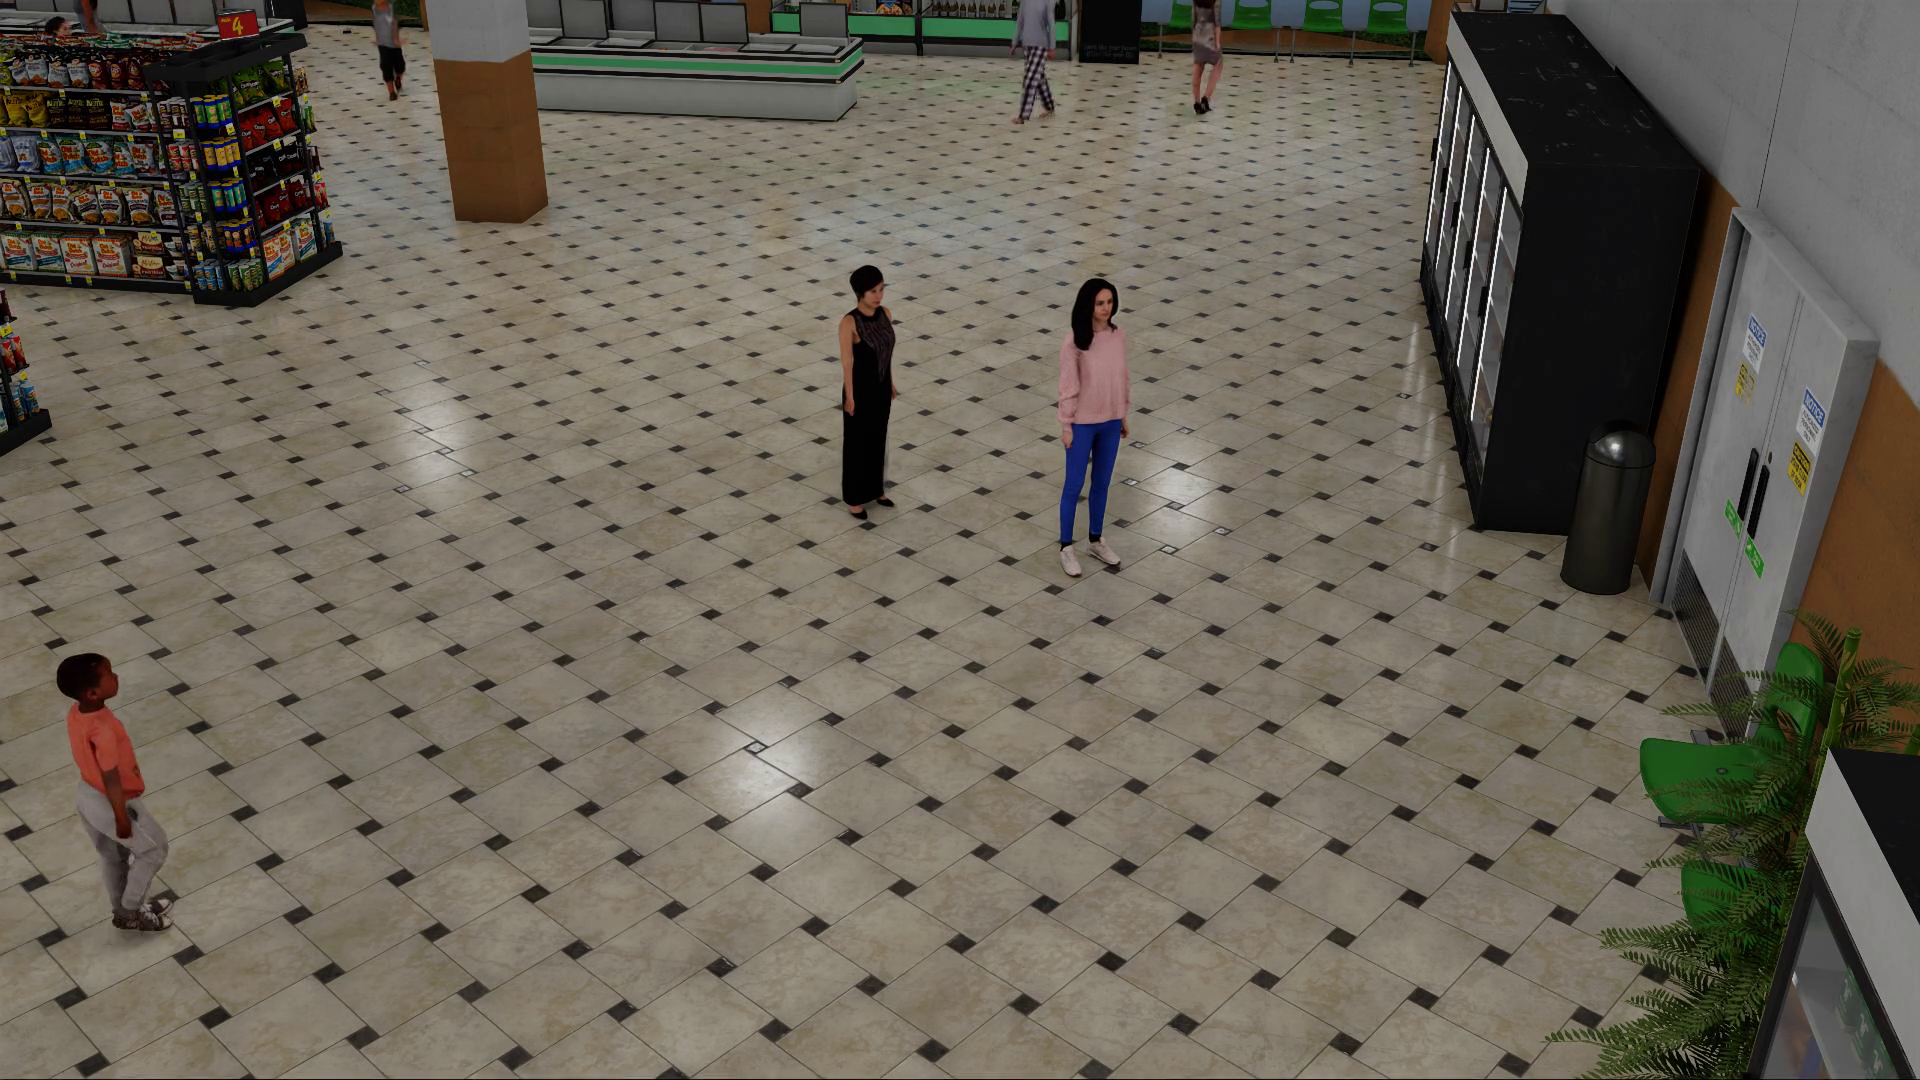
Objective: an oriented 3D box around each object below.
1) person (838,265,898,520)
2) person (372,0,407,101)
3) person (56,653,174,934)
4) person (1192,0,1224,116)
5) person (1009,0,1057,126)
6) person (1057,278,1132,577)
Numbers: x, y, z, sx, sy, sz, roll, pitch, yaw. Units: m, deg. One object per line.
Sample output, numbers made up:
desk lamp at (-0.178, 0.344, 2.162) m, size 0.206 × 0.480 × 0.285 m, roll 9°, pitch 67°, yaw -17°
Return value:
person at (-0.574, -0.926, 10.291) m, size 0.681 × 1.603 × 0.668 m, roll 21°, pitch 34°, yaw 35°
person at (-7.327, -6.430, 21.320) m, size 0.947 × 1.443 × 0.874 m, roll -7°, pitch 28°, yaw -13°
person at (-3.489, 1.065, 6.701) m, size 0.568 × 1.299 × 0.644 m, roll 23°, pitch 35°, yaw 38°
person at (2.936, -6.012, 20.177) m, size 0.695 × 1.732 × 0.790 m, roll 22°, pitch 34°, yaw 37°
person at (0.950, -5.897, 19.878) m, size 1.188 × 1.797 × 1.112 m, roll 23°, pitch 35°, yaw 37°
person at (0.759, -0.665, 9.592) m, size 0.698 × 1.770 × 0.784 m, roll -14°, pitch 30°, yaw -26°
